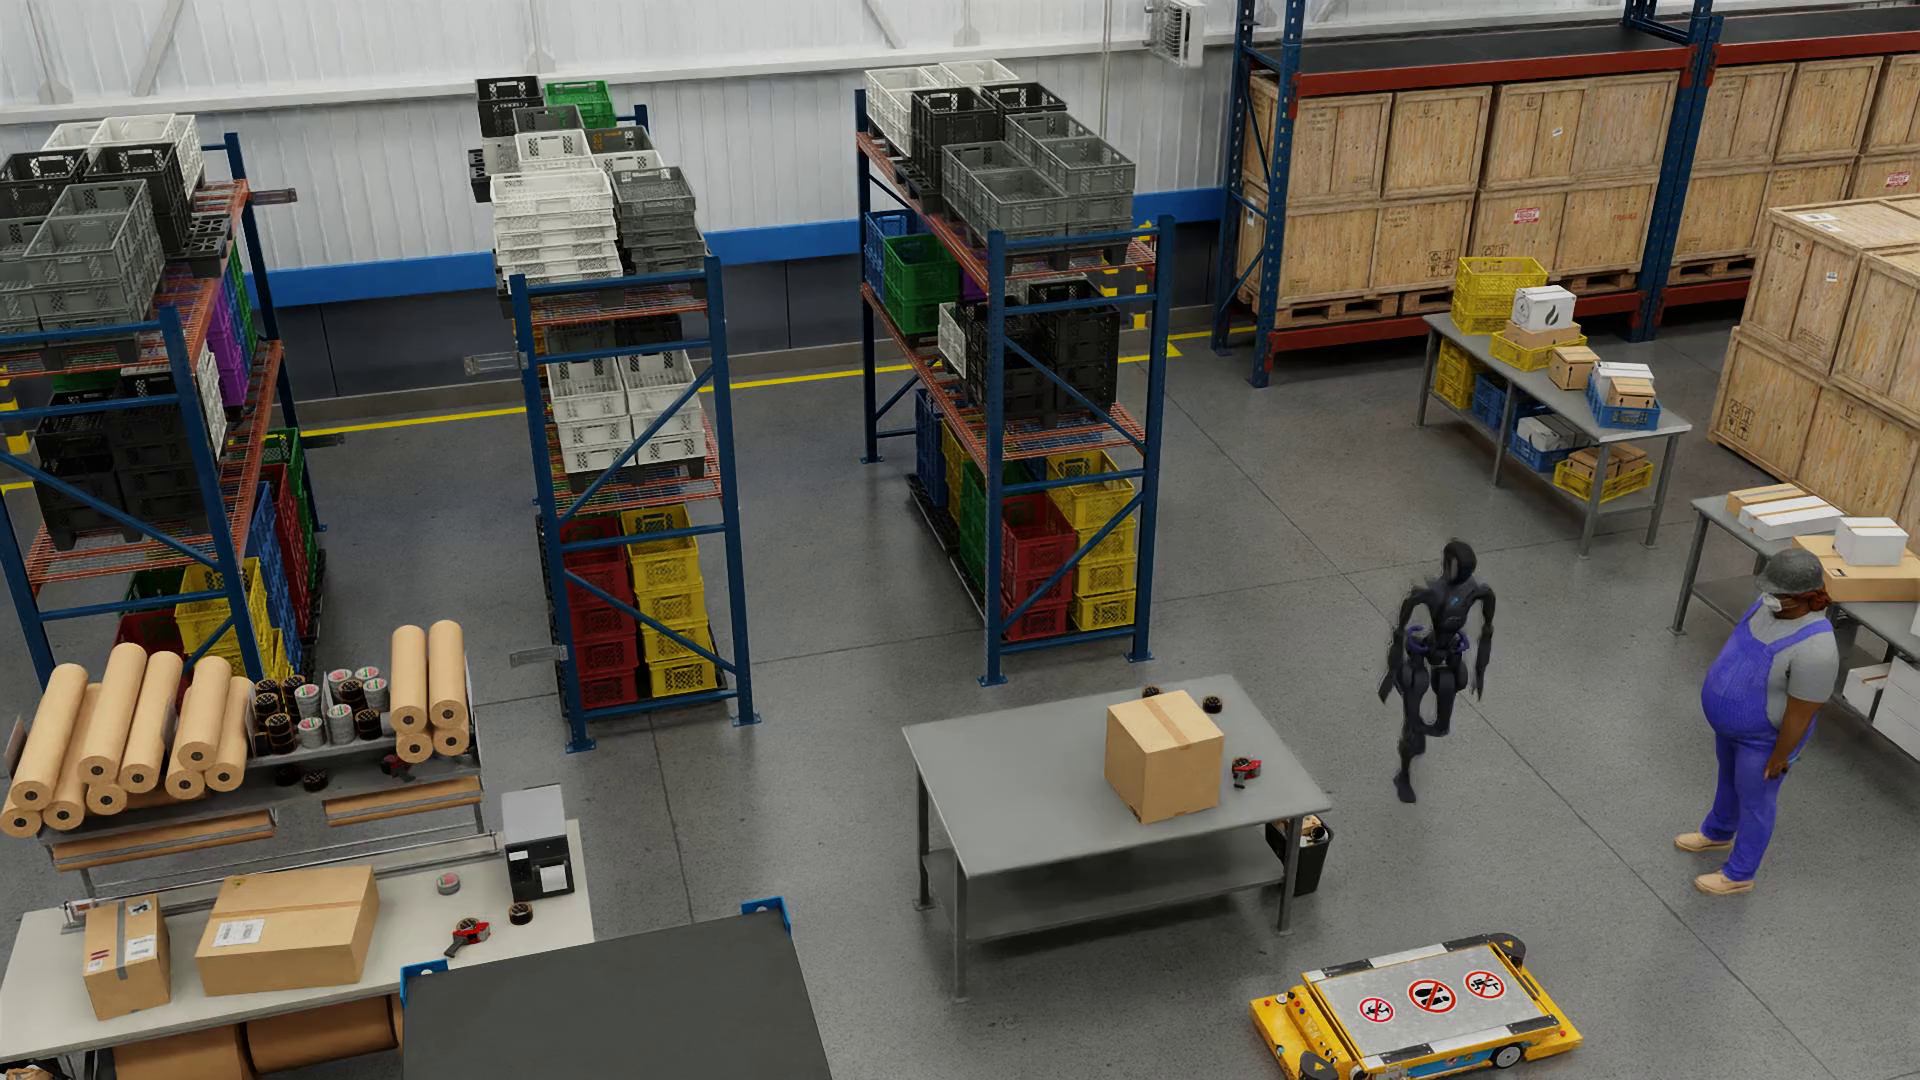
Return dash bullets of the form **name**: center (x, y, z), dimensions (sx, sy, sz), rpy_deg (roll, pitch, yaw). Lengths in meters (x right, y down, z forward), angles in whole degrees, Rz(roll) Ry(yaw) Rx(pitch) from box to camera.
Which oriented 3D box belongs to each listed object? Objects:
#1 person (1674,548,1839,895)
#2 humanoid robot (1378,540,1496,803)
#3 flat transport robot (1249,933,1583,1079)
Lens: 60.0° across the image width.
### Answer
- **person**: center (4.127, 0.917, 8.655), dimensions (0.535, 2.000, 0.678), rpy_deg (1, 29, 1)
- **humanoid robot**: center (2.678, 0.673, 9.489), dimensions (0.612, 1.632, 0.538), rpy_deg (-1, 29, -2)
- **flat transport robot**: center (2.184, 2.282, 7.980), dimensions (1.431, 0.197, 0.652), rpy_deg (-8, 30, -14)
